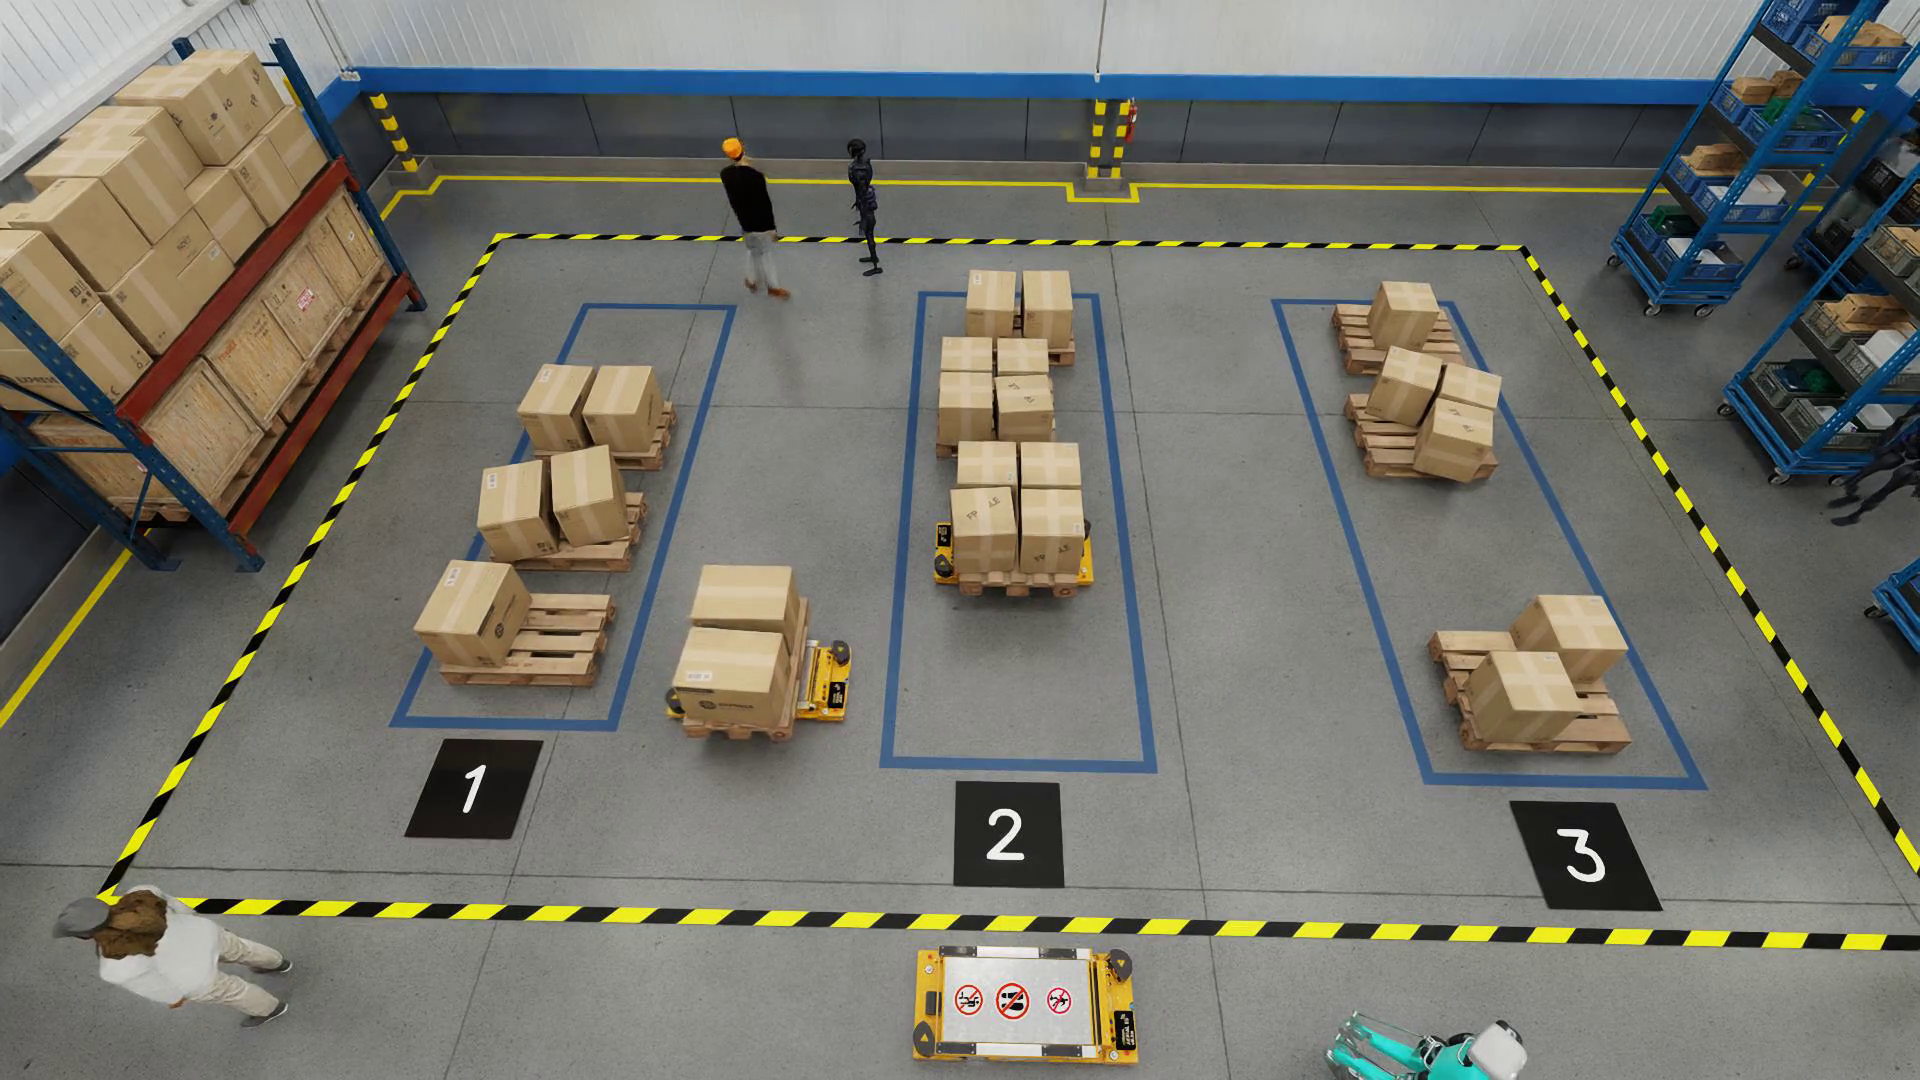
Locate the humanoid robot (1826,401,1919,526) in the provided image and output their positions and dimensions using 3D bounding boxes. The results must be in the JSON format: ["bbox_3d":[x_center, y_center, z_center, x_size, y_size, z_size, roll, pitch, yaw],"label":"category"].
[{"bbox_3d":[8.435,-0.716,8.160,0.346,1.649,0.609,-10,52,-8],"label":"humanoid robot"}]

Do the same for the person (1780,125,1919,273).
[{"bbox_3d":[10.443,-3.906,10.617,0.857,1.893,0.641,-18,53,-14],"label":"person"}]

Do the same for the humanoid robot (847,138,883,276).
[{"bbox_3d":[-1.125,-3.892,10.742,0.315,1.654,0.599,-7,51,-6],"label":"humanoid robot"}]

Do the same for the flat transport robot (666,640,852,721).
[{"bbox_3d":[-1.637,1.138,7.540,1.431,0.197,0.652,1,51,1],"label":"flat transport robot"}]

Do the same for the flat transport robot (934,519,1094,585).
[{"bbox_3d":[0.490,0.087,8.397,1.431,0.197,0.652,1,51,1],"label":"flat transport robot"}]

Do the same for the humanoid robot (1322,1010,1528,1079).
[{"bbox_3d":[2.439,2.858,5.122,0.533,1.677,0.735,-36,59,-26],"label":"humanoid robot"}]

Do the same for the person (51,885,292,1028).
[{"bbox_3d":[-4.631,2.498,5.480,0.396,1.769,0.565,-11,52,-9],"label":"person"}]

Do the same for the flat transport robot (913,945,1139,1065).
[{"bbox_3d":[0.422,3.041,6.007,1.431,0.231,0.659,1,51,1],"label":"flat transport robot"}]

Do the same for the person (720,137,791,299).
[{"bbox_3d":[-2.320,-3.604,10.415,0.700,1.845,0.366,25,55,19],"label":"person"}]
